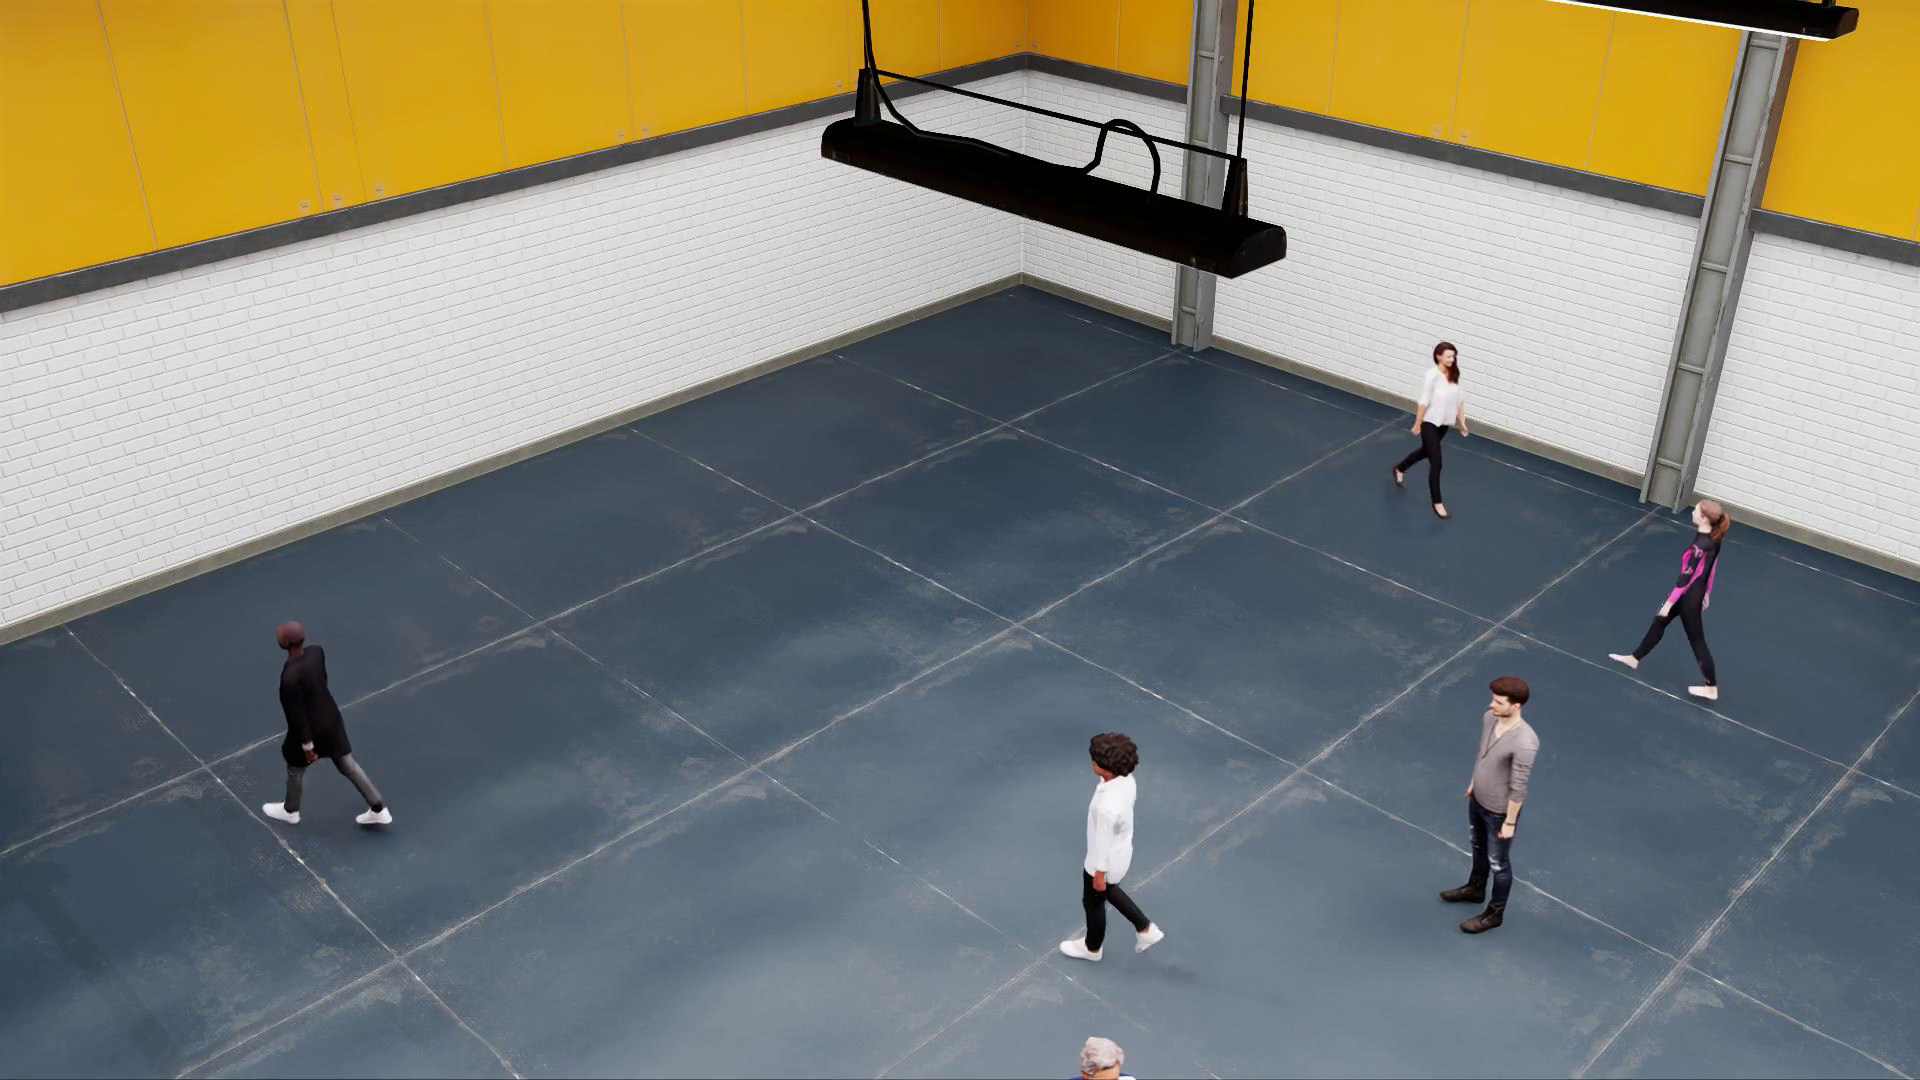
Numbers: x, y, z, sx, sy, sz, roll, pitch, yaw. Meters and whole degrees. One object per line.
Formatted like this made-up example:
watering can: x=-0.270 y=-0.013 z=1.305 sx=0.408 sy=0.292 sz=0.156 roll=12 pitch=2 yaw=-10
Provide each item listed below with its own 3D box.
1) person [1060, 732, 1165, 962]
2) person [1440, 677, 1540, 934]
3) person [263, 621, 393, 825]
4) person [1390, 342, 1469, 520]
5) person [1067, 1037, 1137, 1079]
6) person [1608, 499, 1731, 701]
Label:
person: x=1.007 y=1.983 z=10.522 sx=1.015 sy=1.797 sz=0.865 roll=10 pitch=30 yaw=17
person: x=3.523 y=1.714 z=10.907 sx=0.820 sy=1.900 sz=0.696 roll=-7 pitch=29 yaw=-12
person: x=-4.463 y=1.356 z=11.762 sx=1.281 sy=1.709 sz=1.033 roll=8 pitch=30 yaw=14
person: x=4.569 y=-1.130 z=16.272 sx=0.719 sy=1.755 sz=1.173 roll=-19 pitch=34 yaw=-31
person: x=0.653 y=3.157 z=8.331 sx=0.708 sy=1.833 sz=0.704 roll=-9 pitch=30 yaw=-16
person: x=5.921 y=0.520 z=13.315 sx=1.148 sy=1.690 sz=0.651 roll=22 pitch=35 yaw=34
